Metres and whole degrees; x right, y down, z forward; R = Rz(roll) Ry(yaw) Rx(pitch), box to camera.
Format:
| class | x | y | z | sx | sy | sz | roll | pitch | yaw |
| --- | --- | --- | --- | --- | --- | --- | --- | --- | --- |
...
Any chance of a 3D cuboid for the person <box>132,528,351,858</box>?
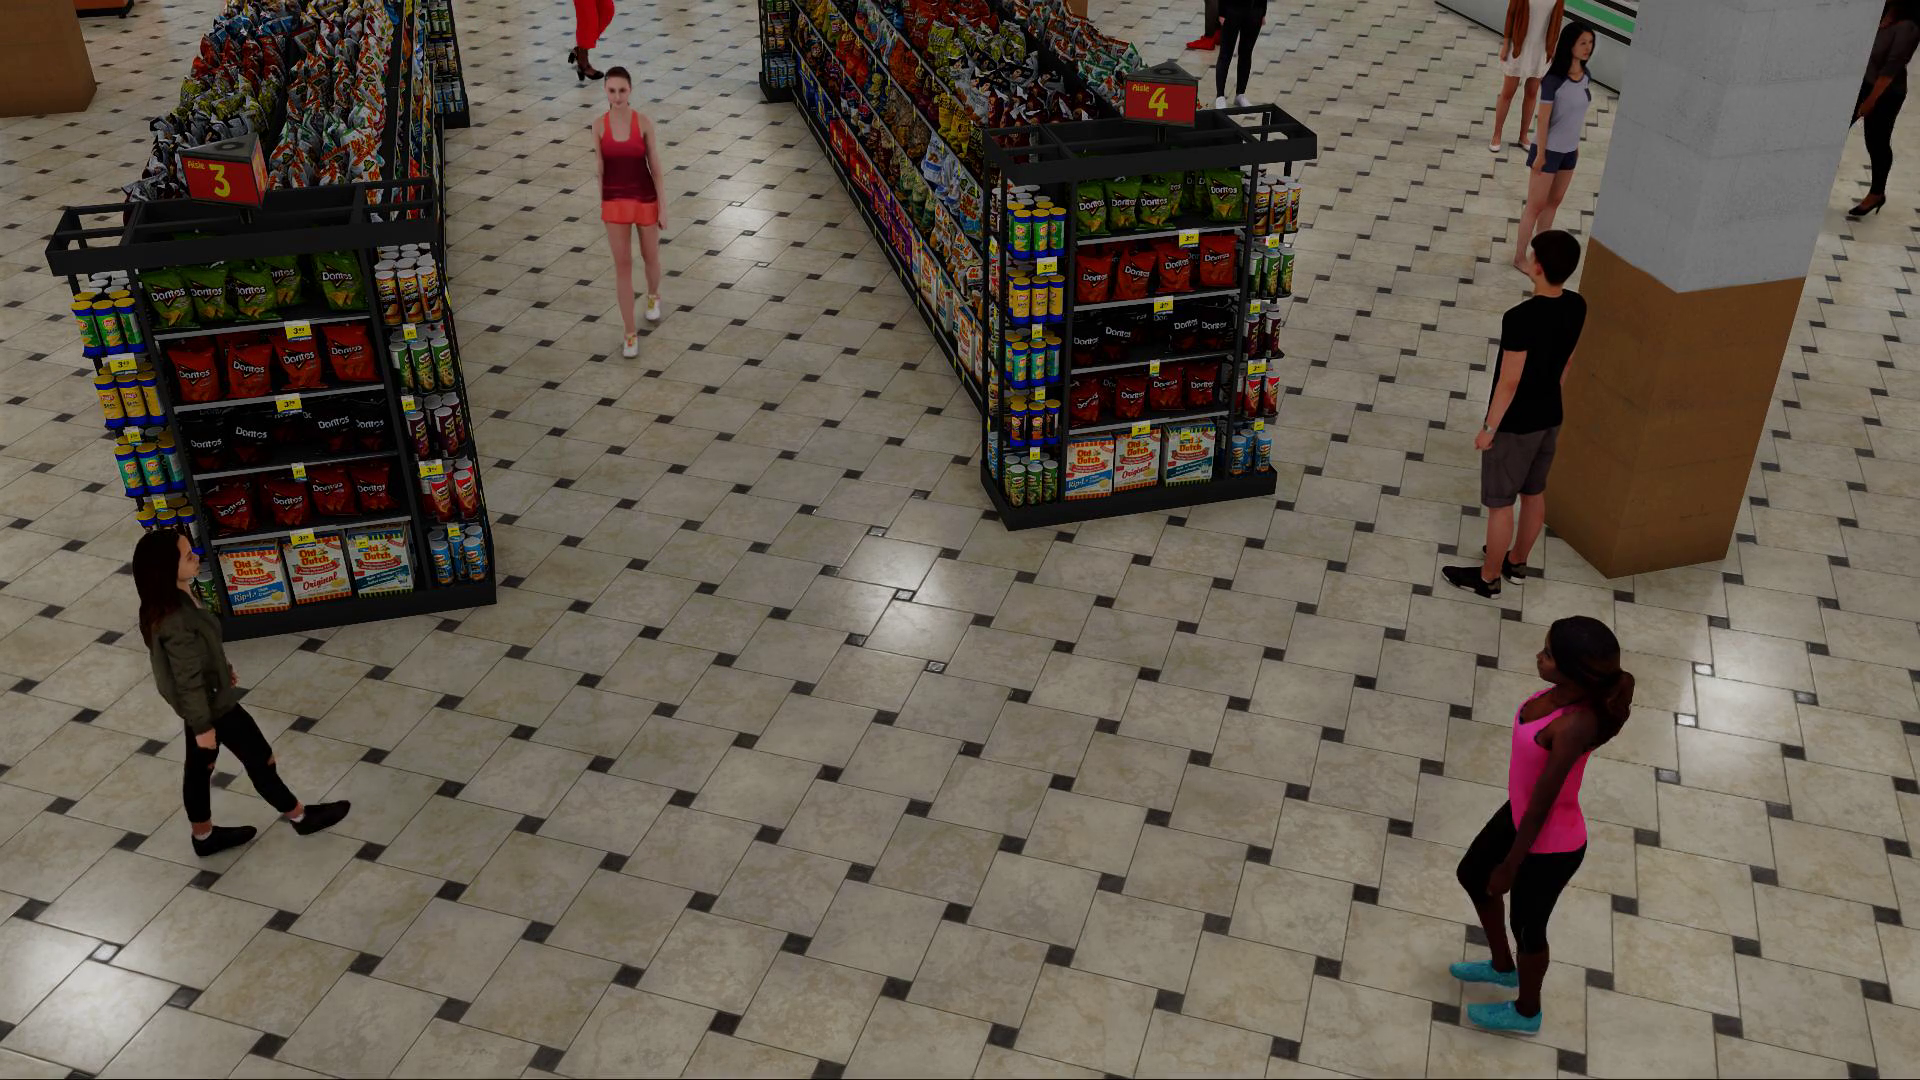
| class | x | y | z | sx | sy | sz | roll | pitch | yaw |
| --- | --- | --- | --- | --- | --- | --- | --- | --- | --- |
| person | -2.934 | 0.626 | 6.297 | 0.785 | 1.459 | 0.830 | -17 | 36 | -25 |

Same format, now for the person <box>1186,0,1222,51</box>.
| class | x | y | z | sx | sy | sz | roll | pitch | yaw |
| --- | --- | --- | --- | --- | --- | --- | --- | --- | --- |
| person | 2.486 | -5.699 | 16.136 | 0.746 | 1.805 | 0.716 | 21 | 38 | 30 |

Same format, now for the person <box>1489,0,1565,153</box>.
| class | x | y | z | sx | sy | sz | roll | pitch | yaw |
| --- | --- | --- | --- | --- | --- | --- | --- | --- | --- |
| person | 4.642 | -4.036 | 13.542 | 0.691 | 1.721 | 0.663 | 1 | 32 | 2 |

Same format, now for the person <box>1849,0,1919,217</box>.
| class | x | y | z | sx | sy | sz | roll | pitch | yaw |
| --- | --- | --- | --- | --- | --- | --- | --- | --- | --- |
| person | 6.798 | -3.228 | 12.155 | 0.896 | 1.815 | 0.961 | 1 | 32 | 2 |

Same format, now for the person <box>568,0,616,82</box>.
| class | x | y | z | sx | sy | sz | roll | pitch | yaw |
| --- | --- | --- | --- | --- | --- | --- | --- | --- | --- |
| person | -3.535 | -5.073 | 15.151 | 0.655 | 1.782 | 0.646 | -6 | 32 | -10 |

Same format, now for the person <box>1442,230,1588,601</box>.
| class | x | y | z | sx | sy | sz | roll | pitch | yaw |
| --- | --- | --- | --- | --- | --- | --- | --- | --- | --- |
| person | 2.668 | -0.573 | 7.844 | 0.746 | 1.861 | 0.704 | -19 | 37 | -28 |

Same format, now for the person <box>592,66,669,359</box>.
| class | x | y | z | sx | sy | sz | roll | pitch | yaw |
| --- | --- | --- | --- | --- | --- | --- | --- | --- | --- |
| person | -2.041 | -2.117 | 10.450 | 0.666 | 1.730 | 1.028 | -3 | 32 | -5 |

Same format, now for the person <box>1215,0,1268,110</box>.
| class | x | y | z | sx | sy | sz | roll | pitch | yaw |
| --- | --- | --- | --- | --- | --- | --- | --- | --- | --- |
| person | 2.456 | -4.600 | 14.482 | 0.614 | 1.685 | 0.548 | -6 | 32 | -9 |

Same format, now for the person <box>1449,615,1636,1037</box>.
| class | x | y | z | sx | sy | sz | roll | pitch | yaw |
| --- | --- | --- | --- | --- | --- | --- | --- | --- | --- |
| person | 1.992 | 0.996 | 5.463 | 0.748 | 1.712 | 0.682 | 8 | 33 | 12 |

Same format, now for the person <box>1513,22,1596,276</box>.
| class | x | y | z | sx | sy | sz | roll | pitch | yaw |
| --- | --- | --- | --- | --- | --- | --- | --- | --- | --- |
| person | 4.082 | -2.689 | 11.391 | 0.666 | 1.706 | 0.654 | -22 | 38 | -31 |
